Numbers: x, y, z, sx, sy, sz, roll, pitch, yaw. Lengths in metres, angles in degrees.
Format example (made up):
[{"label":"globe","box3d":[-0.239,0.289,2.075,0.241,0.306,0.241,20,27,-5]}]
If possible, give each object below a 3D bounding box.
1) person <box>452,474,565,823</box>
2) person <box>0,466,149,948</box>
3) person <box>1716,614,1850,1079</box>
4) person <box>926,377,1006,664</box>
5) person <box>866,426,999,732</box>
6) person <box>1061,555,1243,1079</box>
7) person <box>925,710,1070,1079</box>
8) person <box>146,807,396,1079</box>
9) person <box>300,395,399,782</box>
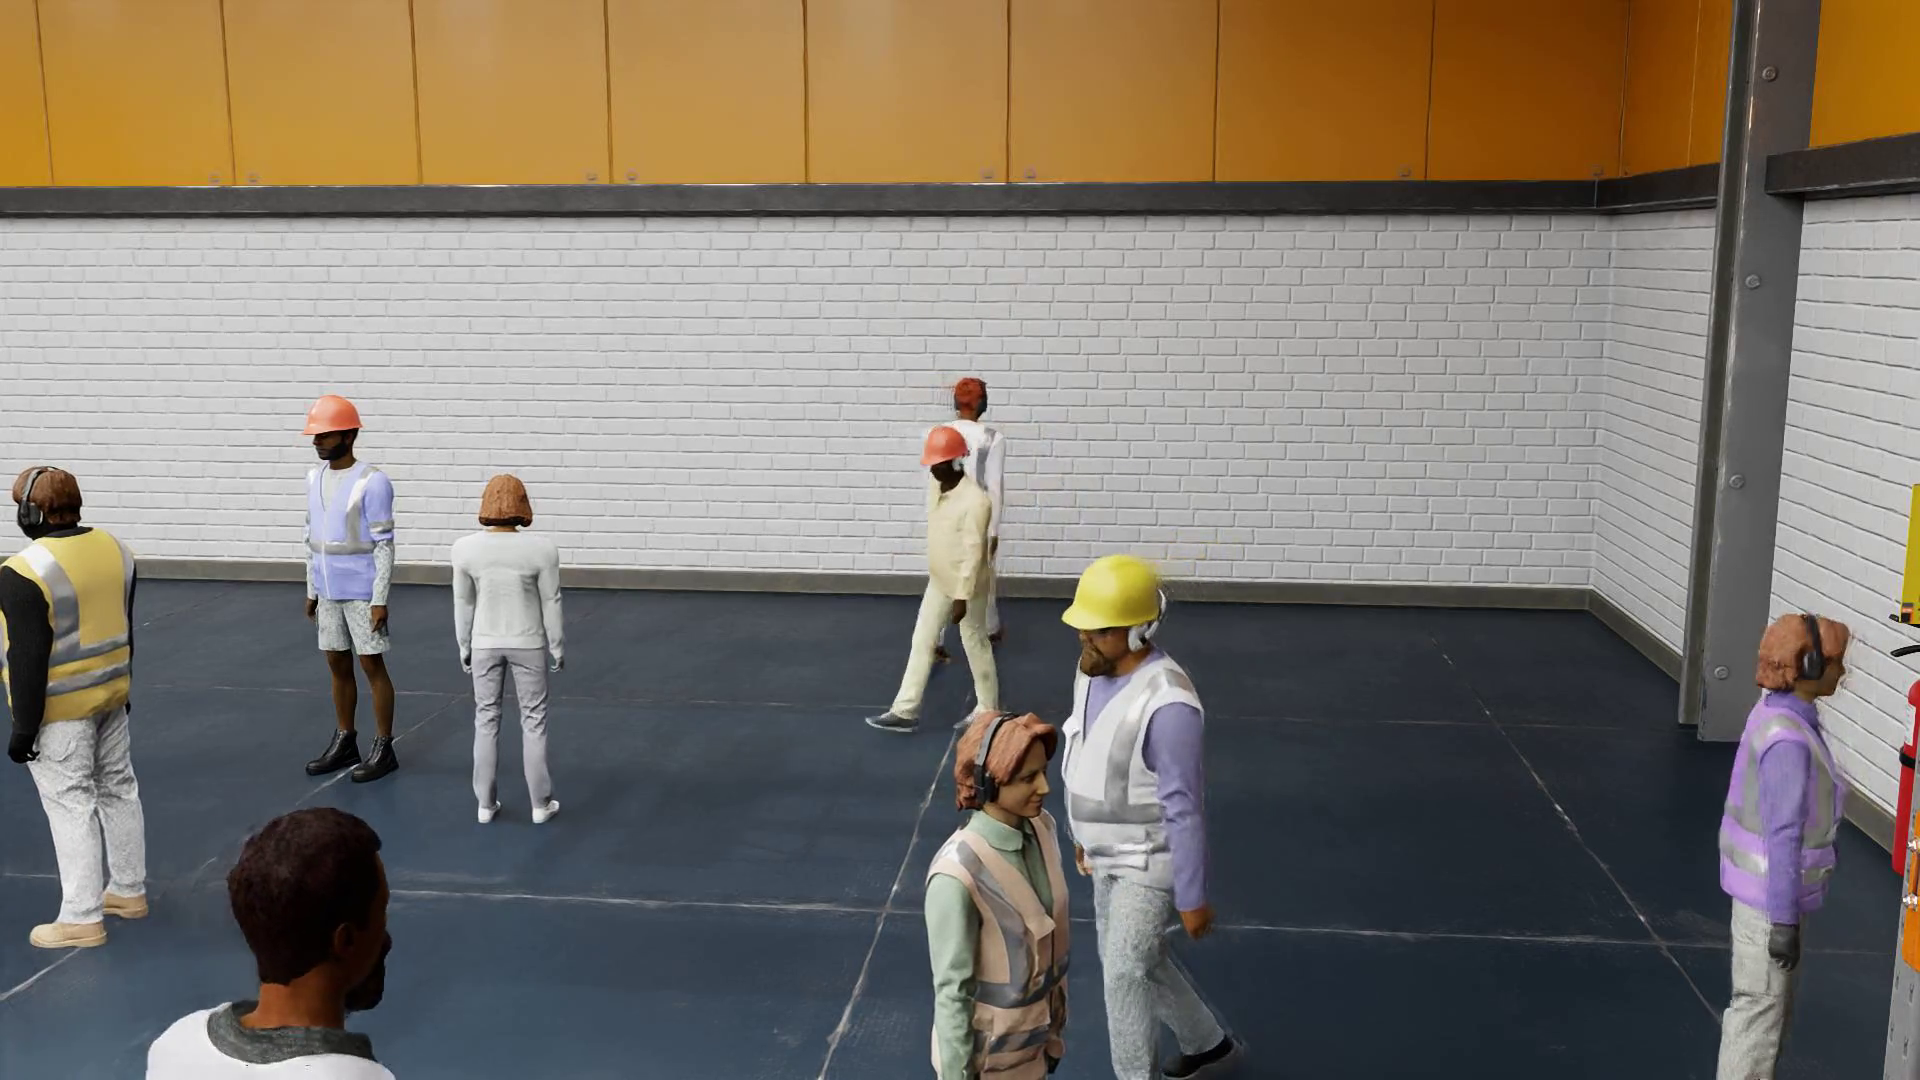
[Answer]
[{"label":"person","box3d":[-2.079,0.507,7.697,0.501,1.626,0.278,0,10,1]},{"label":"person","box3d":[-3.411,0.632,6.364,0.430,1.843,0.626,2,10,10]},{"label":"person","box3d":[2.333,1.019,4.766,0.315,1.630,0.553,5,11,25]},{"label":"person","box3d":[0.027,-0.135,10.775,0.576,1.845,0.979,3,10,19]},{"label":"person","box3d":[-0.108,0.240,8.974,0.854,1.703,0.572,-6,12,-33]},{"label":"person","box3d":[0.586,0.908,4.920,0.667,1.801,0.610,-3,10,-17]},{"label":"person","box3d":[0.089,1.183,3.790,0.307,1.639,0.525,5,11,26]},{"label":"person","box3d":[-0.952,1.307,2.460,0.607,1.866,1.063,6,12,31]},{"label":"person","box3d":[-3.071,0.243,8.319,0.545,1.938,0.361,5,11,25]}]
